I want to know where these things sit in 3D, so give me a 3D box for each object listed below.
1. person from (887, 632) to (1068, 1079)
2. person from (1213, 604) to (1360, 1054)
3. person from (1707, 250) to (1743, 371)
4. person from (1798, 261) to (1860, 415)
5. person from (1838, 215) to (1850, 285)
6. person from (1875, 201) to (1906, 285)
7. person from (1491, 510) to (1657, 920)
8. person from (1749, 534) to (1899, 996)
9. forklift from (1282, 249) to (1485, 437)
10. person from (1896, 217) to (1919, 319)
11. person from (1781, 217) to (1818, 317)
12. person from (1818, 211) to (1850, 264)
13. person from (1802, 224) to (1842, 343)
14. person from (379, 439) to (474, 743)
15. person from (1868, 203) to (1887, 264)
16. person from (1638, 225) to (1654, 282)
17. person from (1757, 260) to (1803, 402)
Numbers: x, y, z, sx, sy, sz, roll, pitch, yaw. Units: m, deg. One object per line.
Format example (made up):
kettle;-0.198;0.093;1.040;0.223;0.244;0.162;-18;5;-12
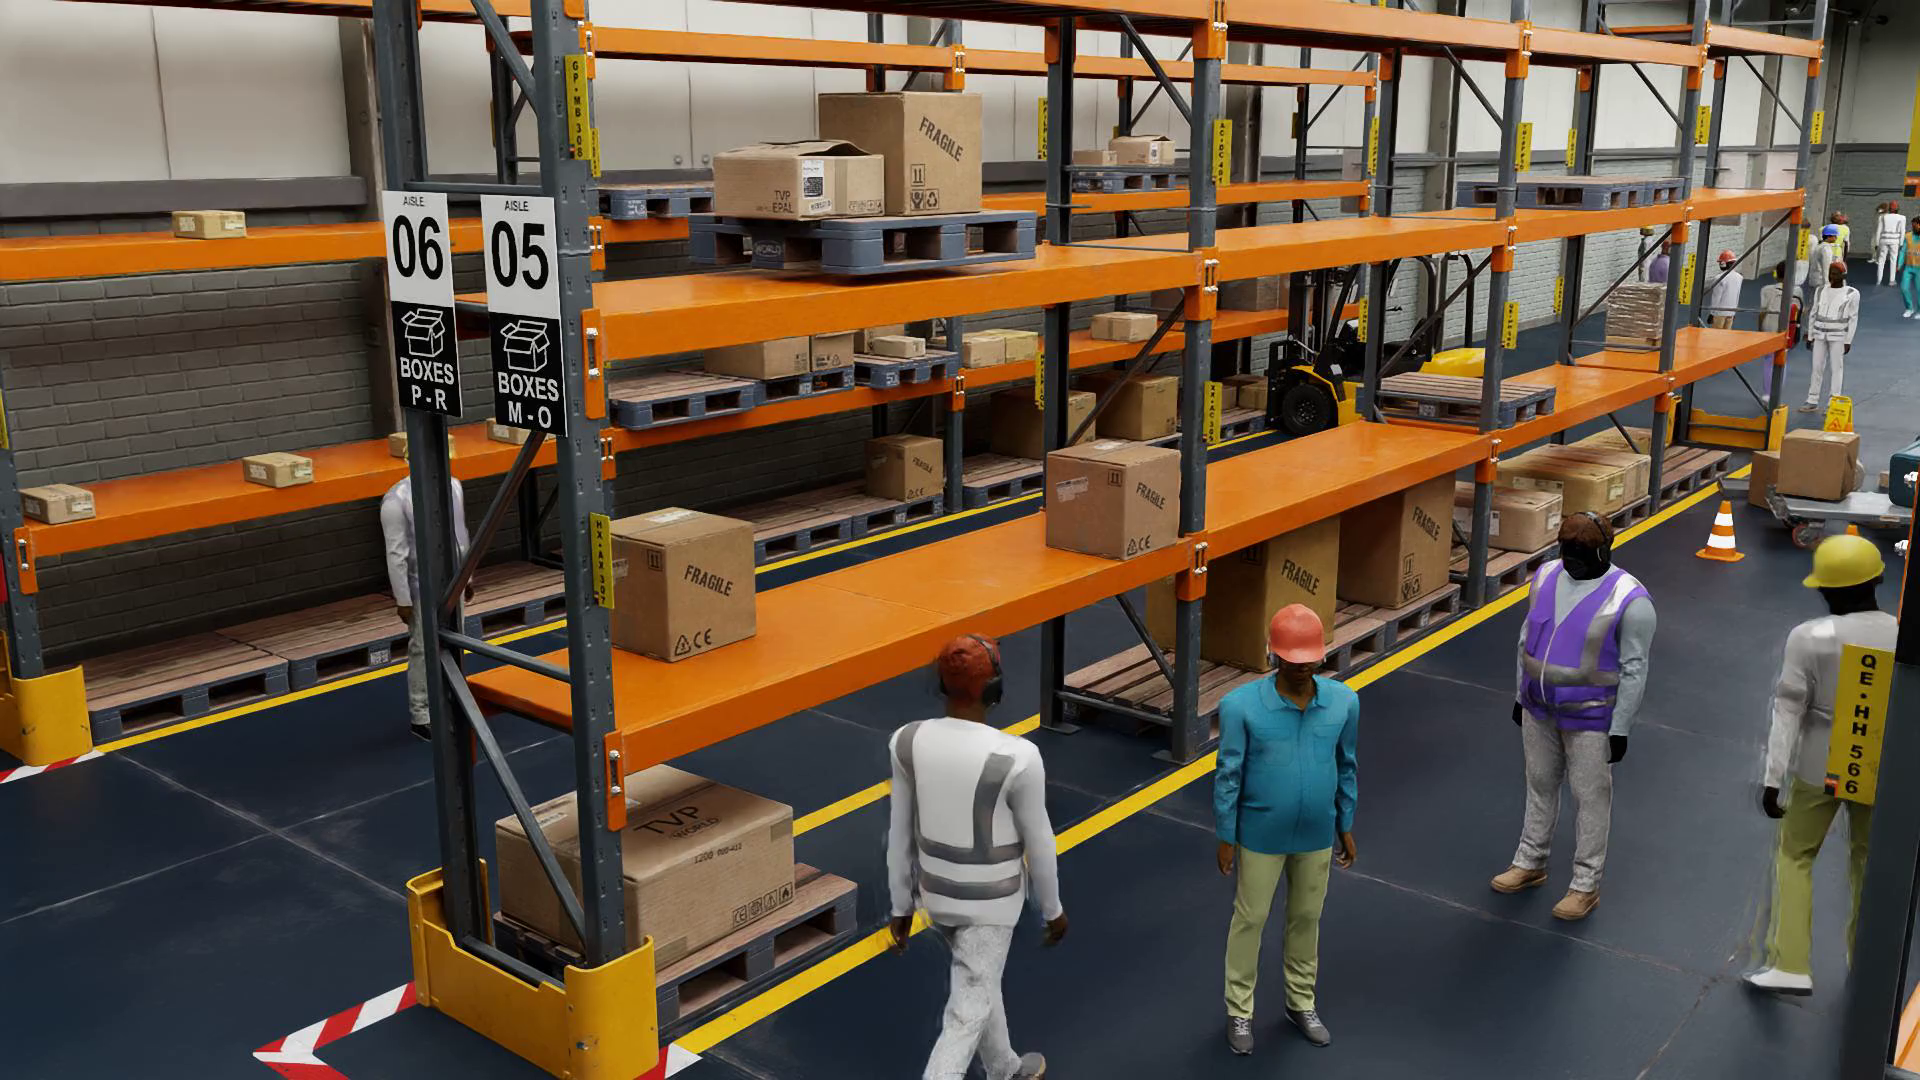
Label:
person;0.005;1.214;5.562;0.573;1.843;1.011;11;17;37
person;1.234;1.082;6.255;0.576;1.749;0.334;-3;14;-10
person;11.095;-3.333;24.230;0.575;1.749;0.334;-8;16;-29
person;10.732;-2.487;20.521;0.355;1.883;0.575;-9;17;-33
person;19.727;-6.470;37.283;0.337;1.625;0.639;2;14;8
person;21.226;-6.773;37.967;0.573;1.885;0.357;10;17;36
person;2.709;0.762;7.385;0.429;1.840;0.622;-9;16;-32
person;3.571;0.929;6.600;0.731;1.900;0.535;2;14;6
forklift;4.886;-2.214;18.767;2.313;2.155;1.214;11;18;38
person;17.888;-5.096;31.140;0.520;1.886;0.597;-6;15;-23
person;15.665;-5.073;31.058;1.043;1.888;0.654;-7;15;-26
person;17.835;-5.788;34.036;0.570;1.843;0.373;5;15;21
person;14.268;-4.241;27.527;0.405;1.945;0.615;3;14;10
person;-3.015;0.242;9.536;0.403;1.824;0.605;6;15;24
person;24.324;-8.105;43.948;0.468;1.604;0.515;-5;15;-20
person;13.272;-5.312;32.311;0.295;1.744;0.485;7;15;26
person;10.450;-2.645;21.260;0.500;1.849;0.727;6;15;22
